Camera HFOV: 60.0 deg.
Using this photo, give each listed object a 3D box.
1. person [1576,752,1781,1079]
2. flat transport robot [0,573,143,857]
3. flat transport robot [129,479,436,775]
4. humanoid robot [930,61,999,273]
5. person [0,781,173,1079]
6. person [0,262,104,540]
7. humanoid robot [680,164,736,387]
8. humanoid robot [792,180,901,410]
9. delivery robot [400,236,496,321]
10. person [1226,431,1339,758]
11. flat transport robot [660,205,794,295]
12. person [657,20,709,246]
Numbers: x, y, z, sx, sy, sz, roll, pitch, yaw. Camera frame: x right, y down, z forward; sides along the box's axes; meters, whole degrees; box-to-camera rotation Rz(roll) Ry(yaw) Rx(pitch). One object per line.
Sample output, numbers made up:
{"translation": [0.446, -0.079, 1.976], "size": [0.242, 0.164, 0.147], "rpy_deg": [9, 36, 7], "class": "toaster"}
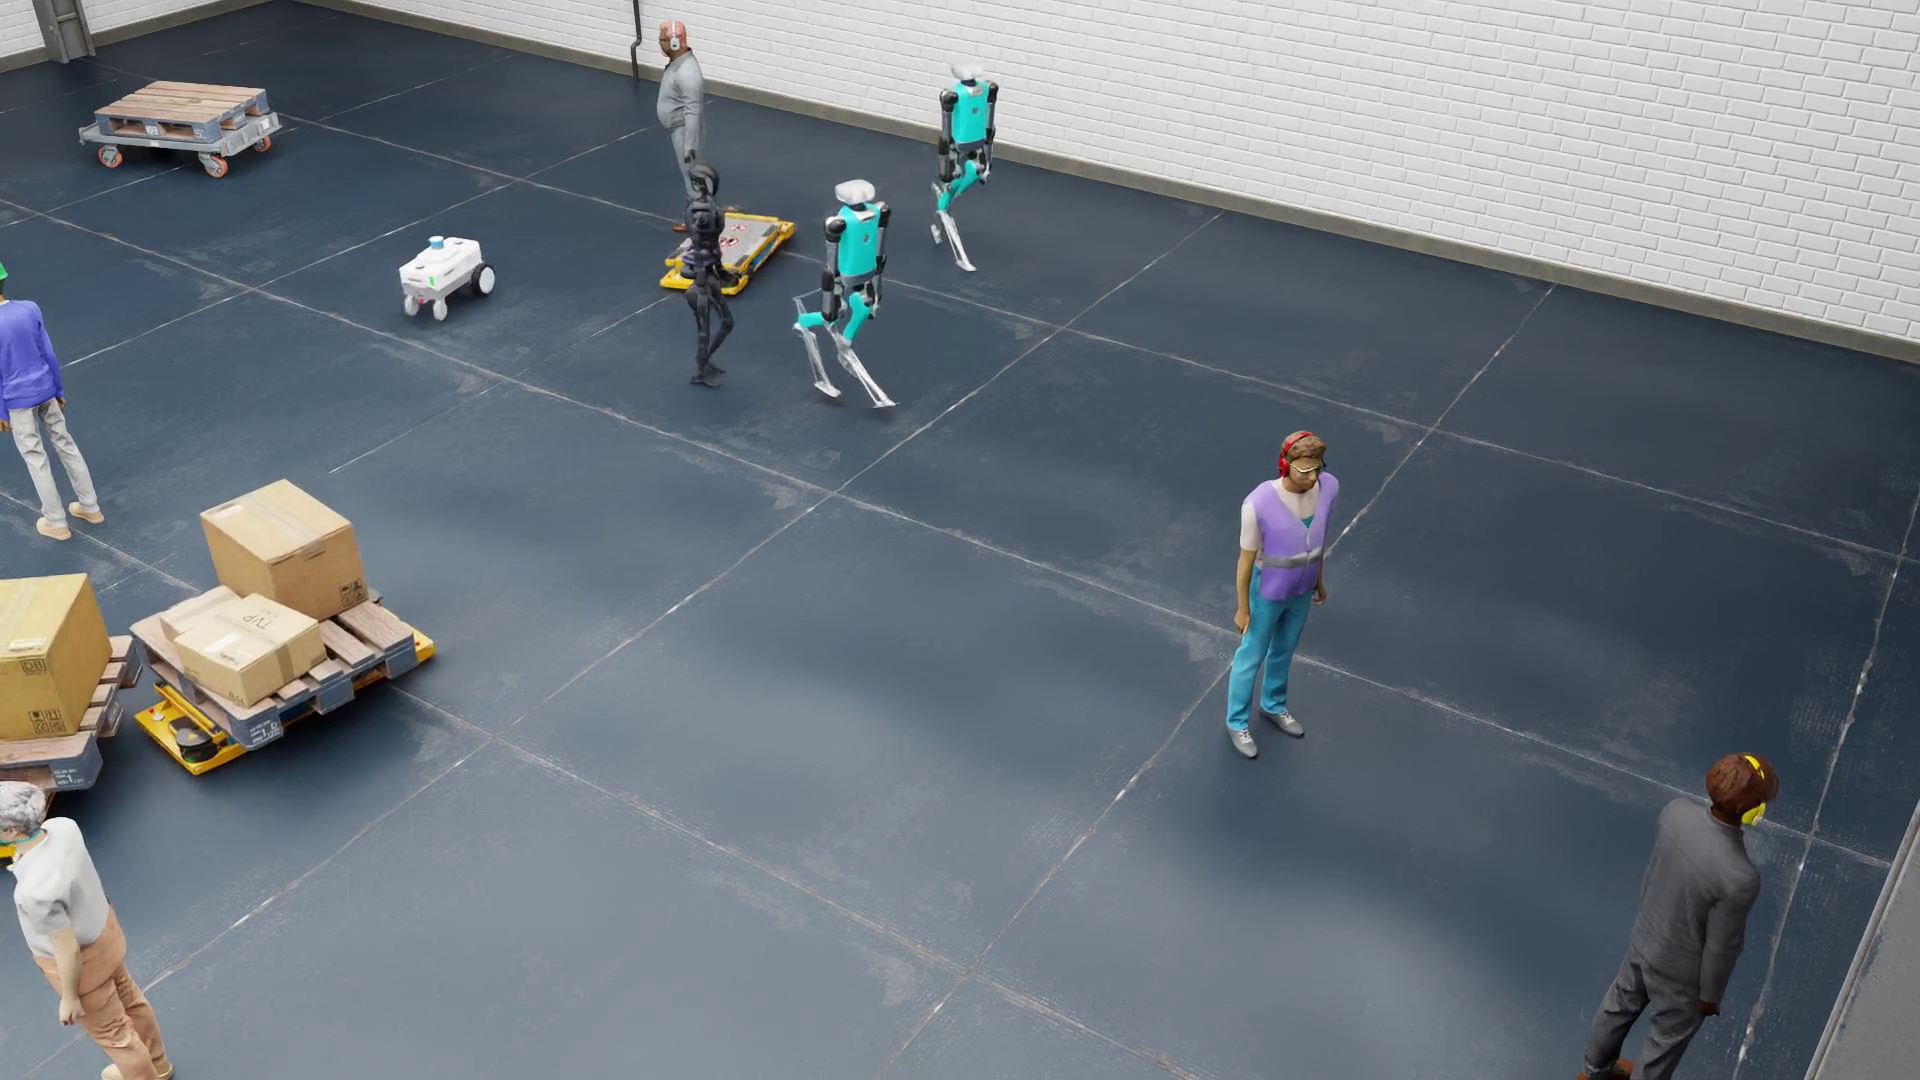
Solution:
{"translation": [2.737, 1.568, 6.345], "size": [0.353, 1.866, 0.490], "rpy_deg": [-8, 34, -13], "class": "person"}
{"translation": [-4.921, 1.102, 8.541], "size": [0.659, 0.231, 1.431], "rpy_deg": [-5, 33, -7], "class": "flat transport robot"}
{"translation": [-3.678, 0.746, 9.095], "size": [0.659, 0.231, 1.431], "rpy_deg": [26, 41, 34], "class": "flat transport robot"}
{"translation": [-0.108, -3.149, 13.849], "size": [0.531, 1.823, 0.884], "rpy_deg": [-21, 38, -29], "class": "humanoid robot"}
{"translation": [-3.385, 1.603, 6.395], "size": [0.323, 1.747, 0.473], "rpy_deg": [-8, 34, -12], "class": "person"}
{"translation": [-5.693, -0.876, 10.152], "size": [0.375, 1.867, 0.452], "rpy_deg": [16, 36, 23], "class": "person"}
{"translation": [-1.819, -1.890, 11.894], "size": [0.348, 1.645, 0.600], "rpy_deg": [3, 33, 4], "class": "humanoid robot"}
{"translation": [-0.832, -1.691, 11.523], "size": [0.546, 1.734, 0.992], "rpy_deg": [-28, 42, -36], "class": "humanoid robot"}
{"translation": [-4.130, -2.141, 13.339], "size": [0.499, 0.612, 0.796], "rpy_deg": [11, 34, 17], "class": "delivery robot"}
{"translation": [1.610, 0.247, 8.414], "size": [0.568, 1.843, 0.373], "rpy_deg": [-19, 37, -26], "class": "person"}
{"translation": [-1.954, -2.460, 14.084], "size": [0.659, 0.231, 1.431], "rpy_deg": [8, 34, 13], "class": "flat transport robot"}
{"translation": [-2.343, -3.435, 14.089], "size": [0.403, 1.907, 0.642], "rpy_deg": [-7, 33, -11], "class": "person"}
